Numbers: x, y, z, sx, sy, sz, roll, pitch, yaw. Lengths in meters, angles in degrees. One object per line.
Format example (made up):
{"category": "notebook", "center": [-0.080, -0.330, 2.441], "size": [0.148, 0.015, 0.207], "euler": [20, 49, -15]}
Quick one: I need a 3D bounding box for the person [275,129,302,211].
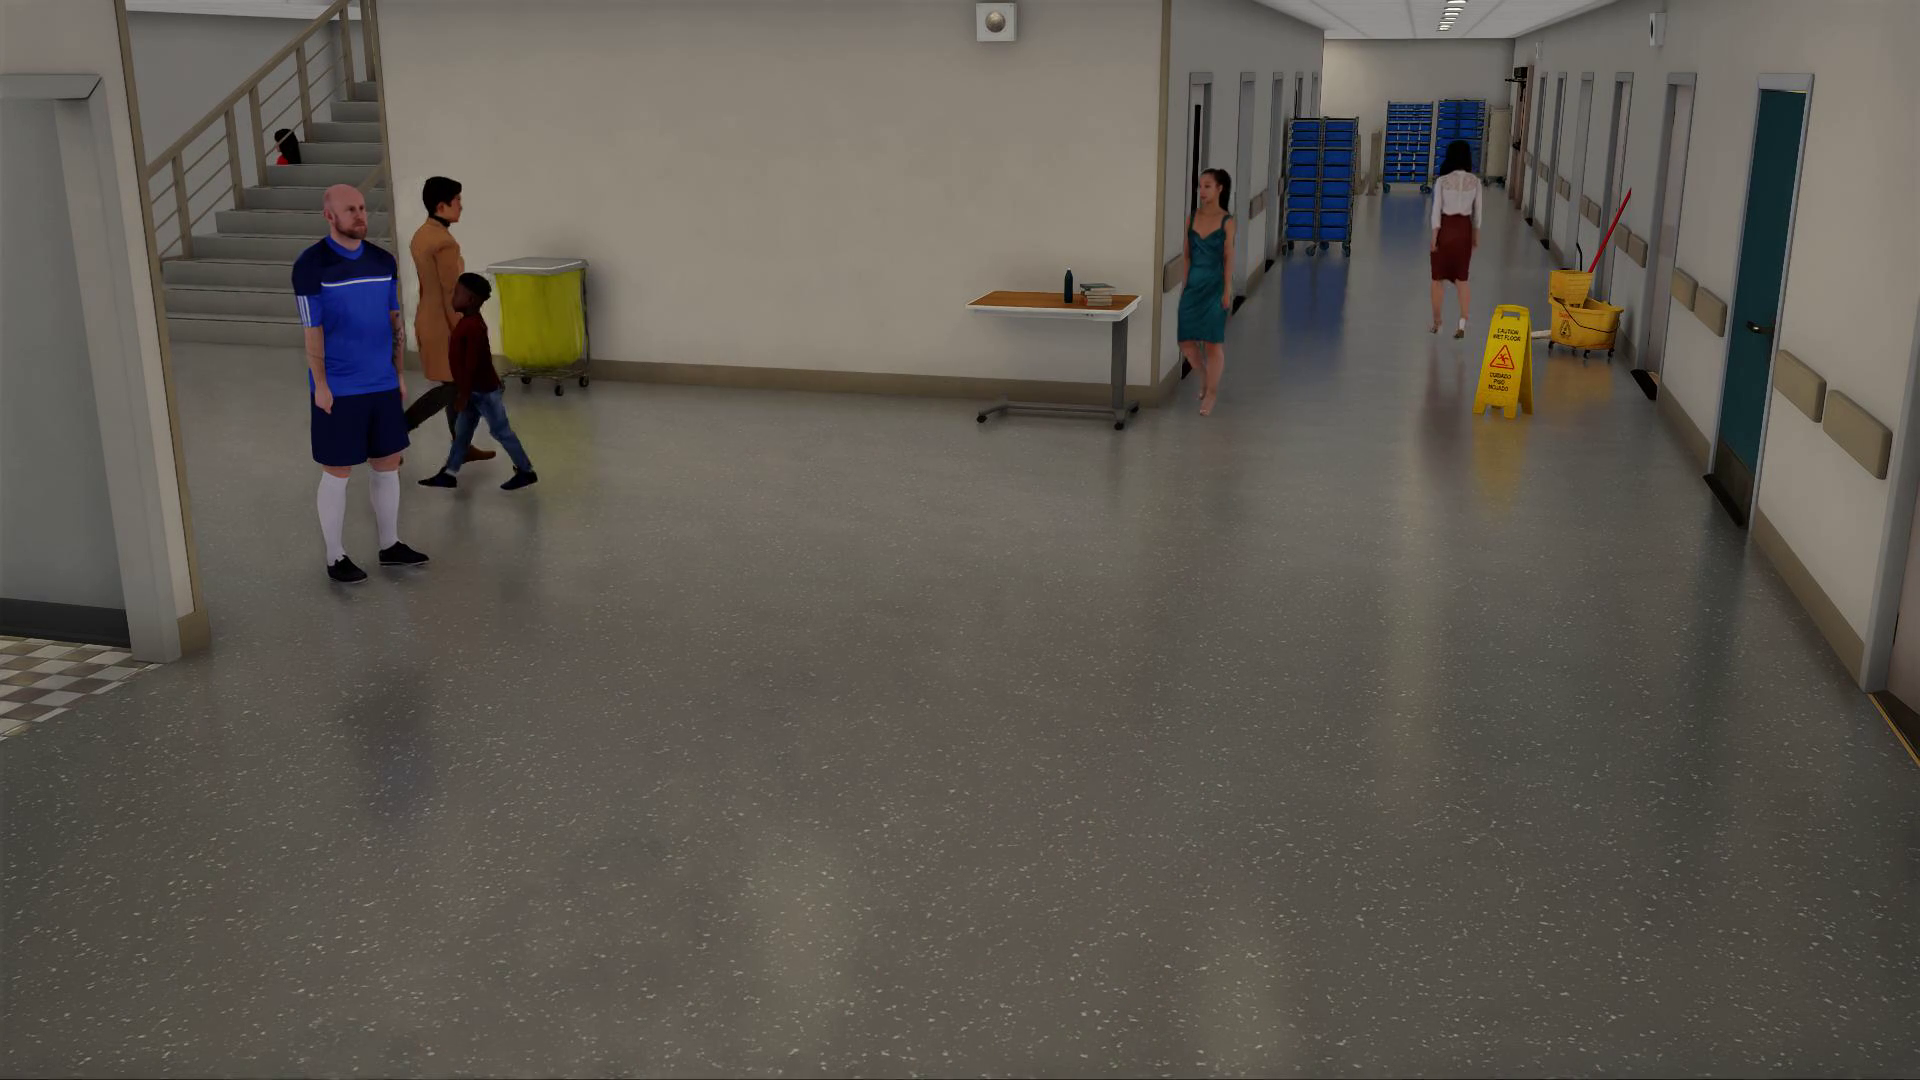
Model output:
{"category": "person", "center": [-6.925, -3.388, 17.326], "size": [0.706, 1.748, 0.586], "euler": [2, 16, 6]}

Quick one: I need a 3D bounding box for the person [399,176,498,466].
{"category": "person", "center": [-3.091, -1.231, 9.685], "size": [1.084, 1.701, 0.987], "euler": [-12, 20, -37]}

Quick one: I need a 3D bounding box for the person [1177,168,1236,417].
{"category": "person", "center": [1.741, -1.701, 11.470], "size": [0.664, 1.680, 0.709], "euler": [11, 19, 33]}

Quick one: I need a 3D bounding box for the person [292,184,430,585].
{"category": "person", "center": [-2.808, -0.725, 7.714], "size": [0.796, 1.839, 0.627], "euler": [11, 19, 33]}

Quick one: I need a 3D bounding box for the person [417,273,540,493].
{"category": "person", "center": [-2.616, -0.845, 9.272], "size": [0.872, 1.224, 0.873], "euler": [-6, 17, -21]}

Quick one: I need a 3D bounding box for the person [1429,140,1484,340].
{"category": "person", "center": [4.309, -2.556, 14.436], "size": [0.790, 1.715, 1.148], "euler": [0, 16, 1]}
